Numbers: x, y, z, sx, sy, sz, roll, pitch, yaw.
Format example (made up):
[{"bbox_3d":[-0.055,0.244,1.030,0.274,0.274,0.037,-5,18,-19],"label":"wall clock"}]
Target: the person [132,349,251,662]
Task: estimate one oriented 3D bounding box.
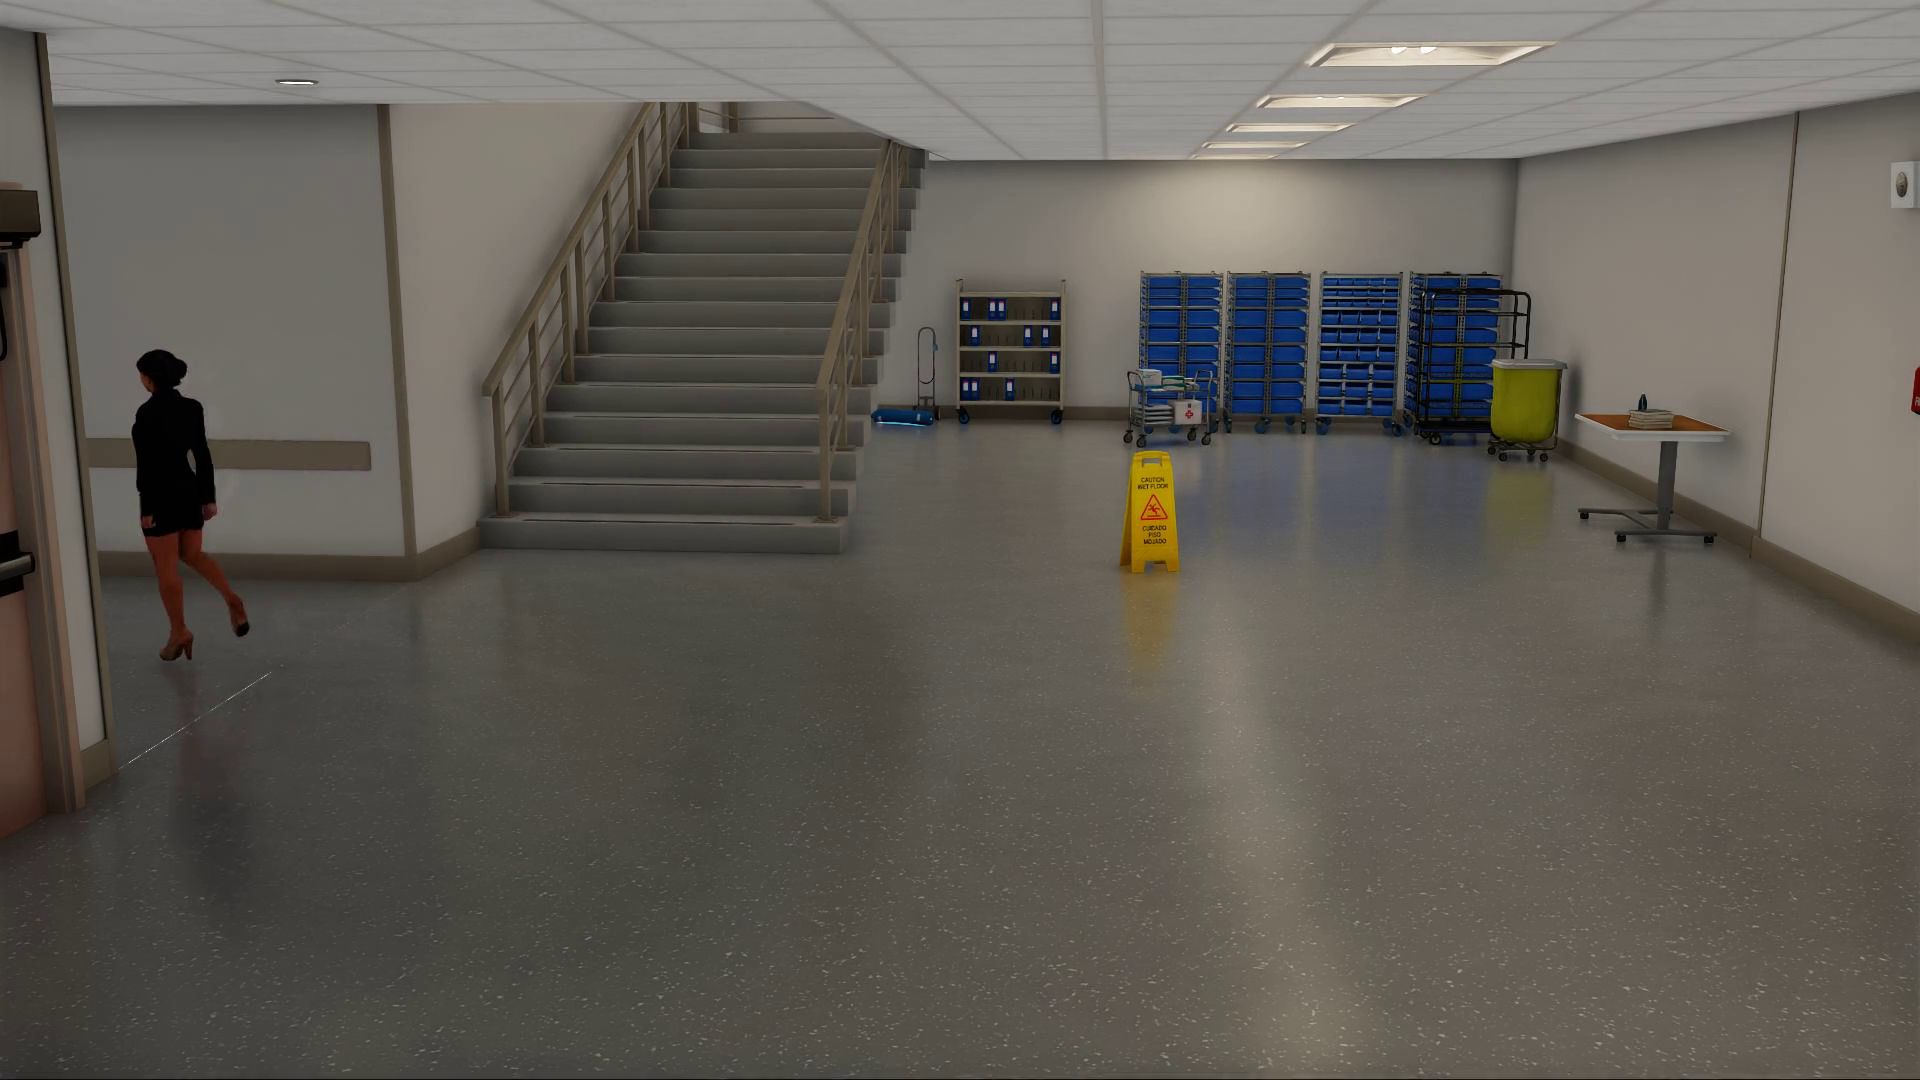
[{"bbox_3d":[-3.982,-0.155,8.564,0.749,1.627,0.767,4,11,20],"label":"person"}]
